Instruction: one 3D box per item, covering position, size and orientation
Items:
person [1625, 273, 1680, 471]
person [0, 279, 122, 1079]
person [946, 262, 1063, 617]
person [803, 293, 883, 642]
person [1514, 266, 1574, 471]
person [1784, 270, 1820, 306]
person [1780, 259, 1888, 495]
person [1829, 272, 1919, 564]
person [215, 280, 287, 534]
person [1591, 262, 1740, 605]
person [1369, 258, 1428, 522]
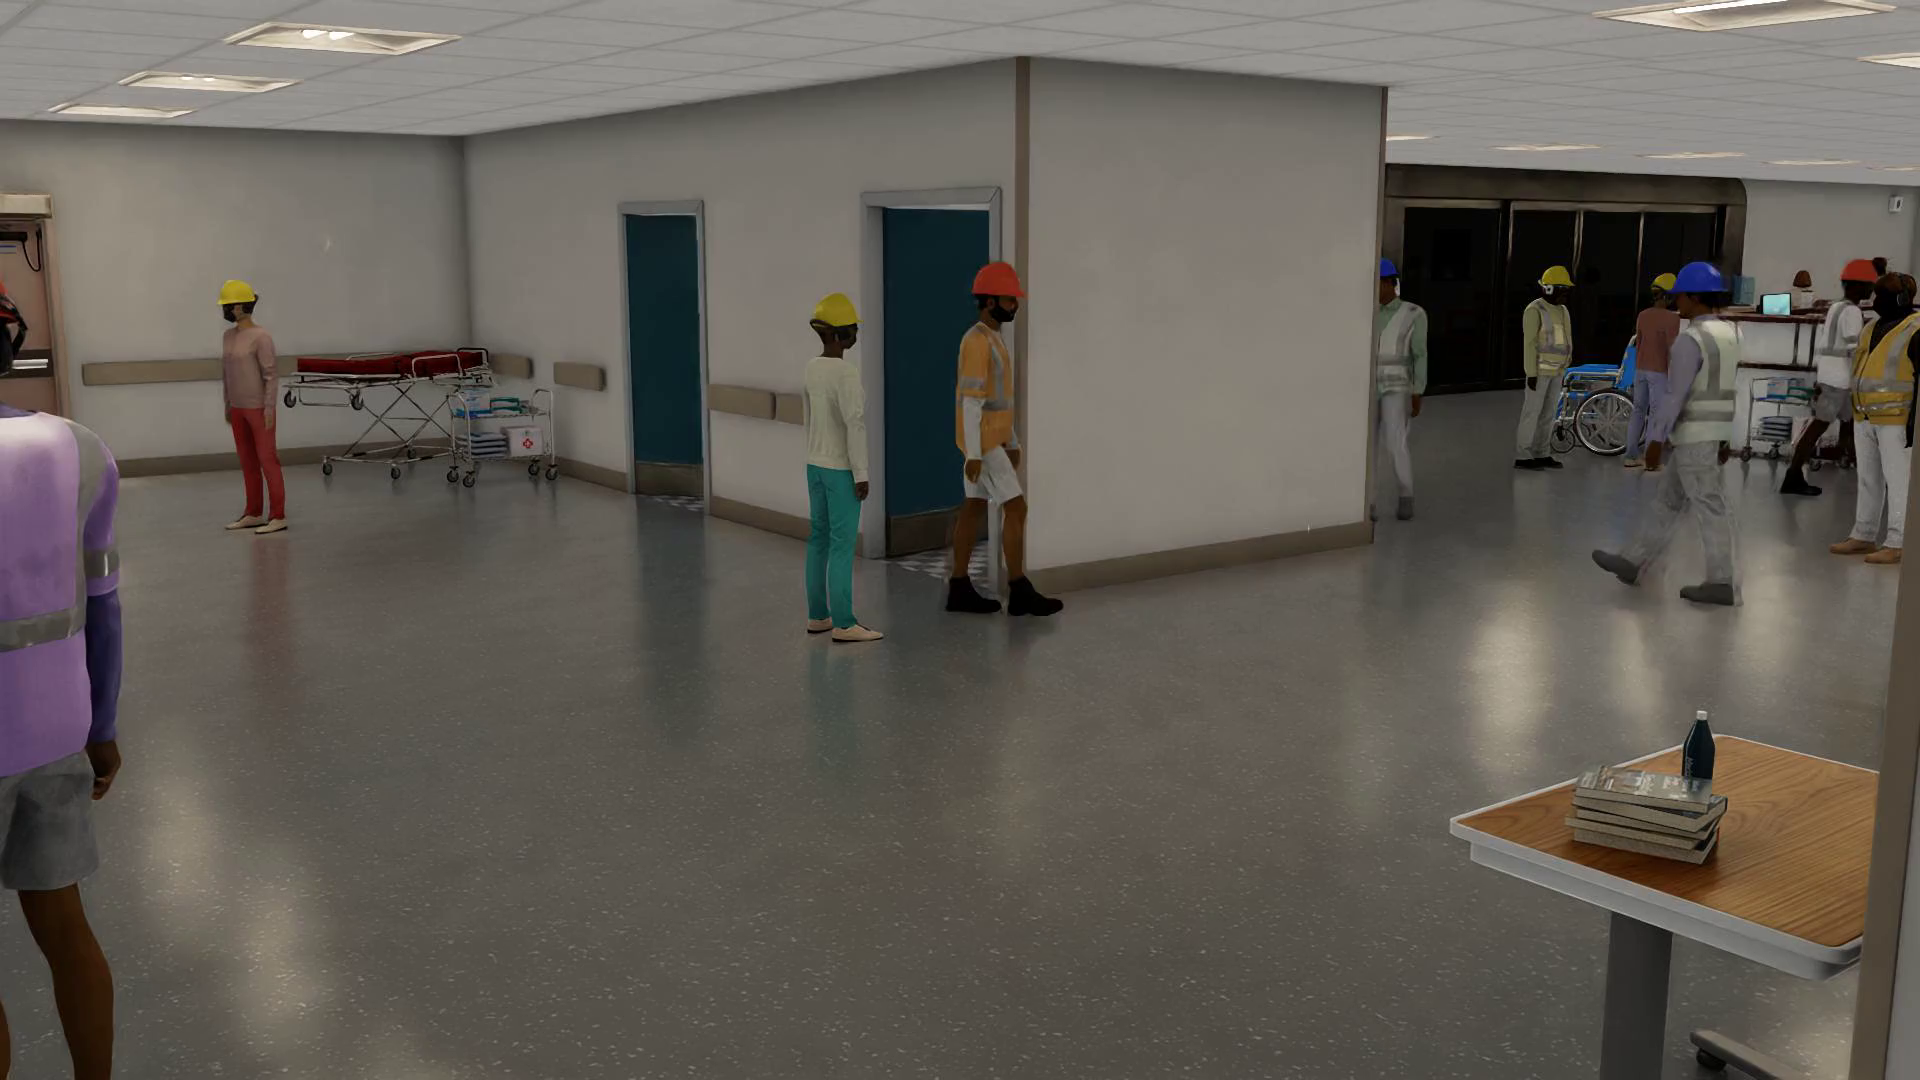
[{"bbox_3d":[6.235,-1.497,14.872,0.343,1.757,0.520,-3,11,-17],"label":"person"},{"bbox_3d":[-2.017,0.409,3.444,0.409,2.028,0.615,4,11,19],"label":"person"},{"bbox_3d":[0.271,-0.528,8.990,0.787,1.911,0.567,1,10,6],"label":"person"},{"bbox_3d":[-0.621,-0.364,8.485,0.306,1.772,0.525,-7,12,-33],"label":"person"},{"bbox_3d":[5.242,-1.524,14.846,0.590,1.827,0.403,-8,13,-38],"label":"person"},{"bbox_3d":[12.166,-3.087,24.109,0.500,1.636,0.286,6,12,30],"label":"person"},{"bbox_3d":[7.109,-1.275,13.239,0.988,1.884,0.550,4,11,21],"label":"person"},{"bbox_3d":[5.876,-0.771,10.564,0.429,1.842,0.629,-1,10,-8],"label":"person"},{"bbox_3d":[-4.979,-0.923,11.627,0.533,1.767,0.326,6,12,32],"label":"person"},{"bbox_3d":[4.052,-0.613,9.477,0.937,1.905,0.639,9,14,42],"label":"person"},{"bbox_3d":[3.058,-1.078,12.070,0.644,1.915,0.548,7,12,33],"label":"person"}]
